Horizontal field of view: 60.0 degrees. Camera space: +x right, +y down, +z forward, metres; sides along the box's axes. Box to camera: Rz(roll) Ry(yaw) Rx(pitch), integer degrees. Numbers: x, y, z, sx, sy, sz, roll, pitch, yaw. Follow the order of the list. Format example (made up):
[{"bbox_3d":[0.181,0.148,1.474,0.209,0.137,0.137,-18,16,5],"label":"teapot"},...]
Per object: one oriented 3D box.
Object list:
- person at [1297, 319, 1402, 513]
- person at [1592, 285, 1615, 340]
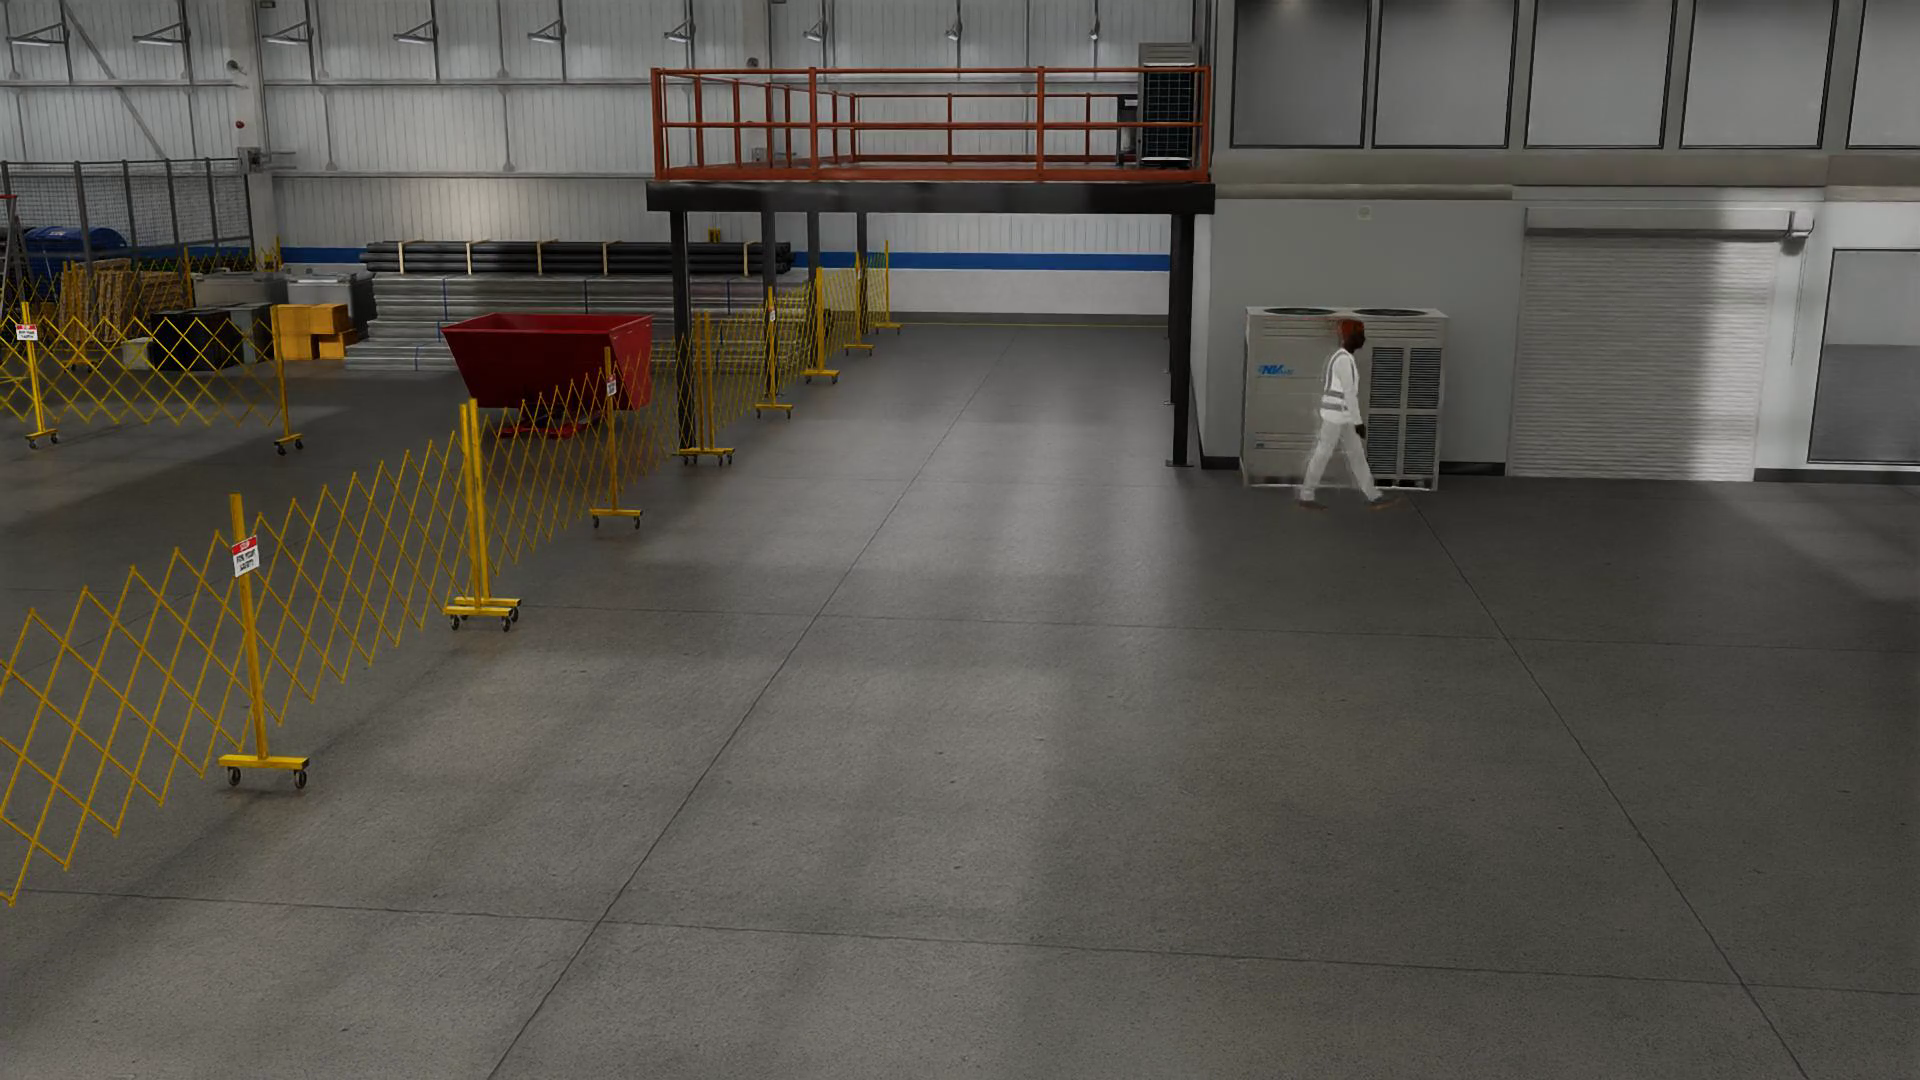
[{"bbox_3d":[3.683,-1.140,15.612,1.008,1.827,0.586,5,15,20],"label":"person"},{"bbox_3d":[8.492,-2.566,21.865,0.557,1.613,0.523,-2,14,-8],"label":"person"}]
